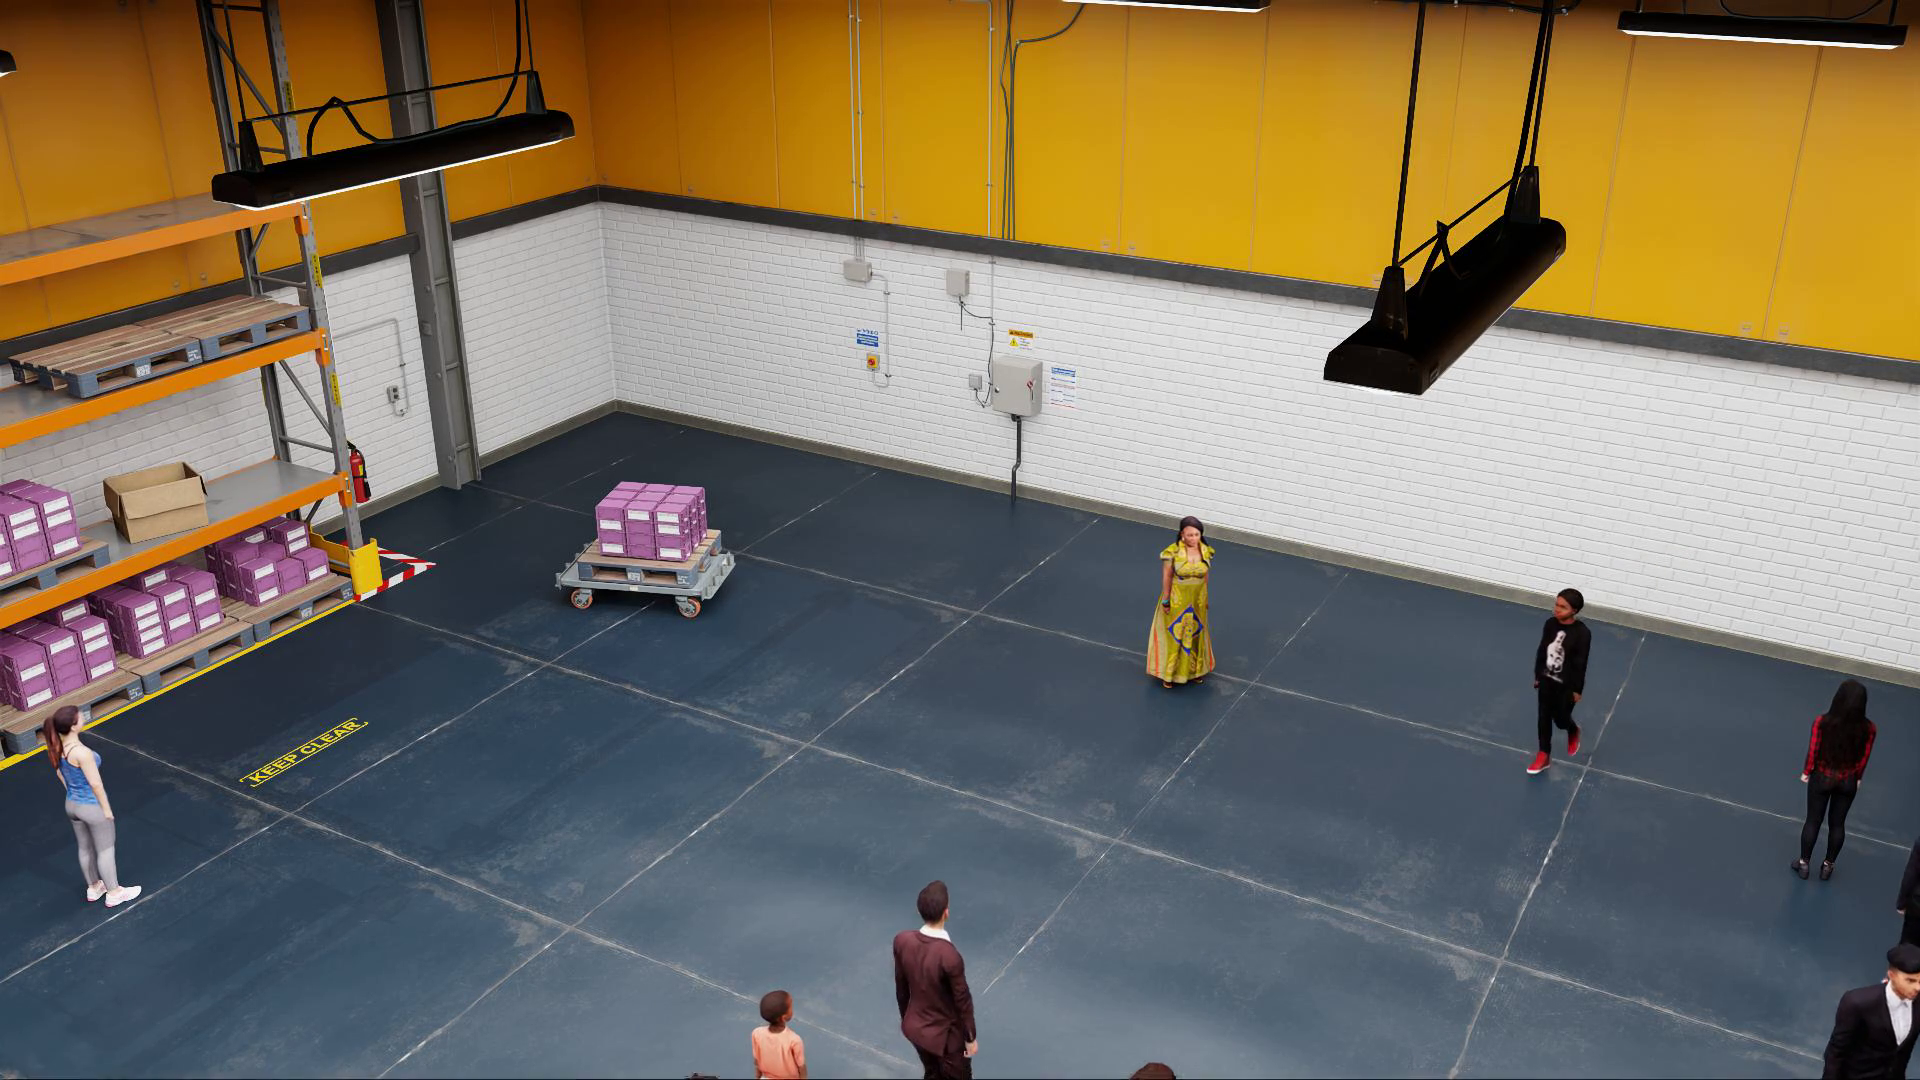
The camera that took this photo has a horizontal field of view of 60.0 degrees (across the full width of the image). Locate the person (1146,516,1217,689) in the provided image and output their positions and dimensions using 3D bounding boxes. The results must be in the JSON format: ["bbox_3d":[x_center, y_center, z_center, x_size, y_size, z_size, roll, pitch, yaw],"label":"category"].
[{"bbox_3d":[2.059,0.545,15.221,0.981,1.661,1.062,-9,25,-19],"label":"person"}]

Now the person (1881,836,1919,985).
[{"bbox_3d":[6.502,2.432,10.997,0.688,1.586,0.648,17,29,33],"label":"person"}]

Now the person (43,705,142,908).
[{"bbox_3d":[-6.354,1.932,12.111,0.565,1.611,0.548,11,26,24],"label":"person"}]

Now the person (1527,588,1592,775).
[{"bbox_3d":[5.031,1.152,13.825,0.922,1.667,0.770,-19,30,-36],"label":"person"}]

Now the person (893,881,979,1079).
[{"bbox_3d":[-0.182,2.870,9.668,0.778,1.848,0.945,18,29,35],"label":"person"}]

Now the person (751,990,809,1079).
[{"bbox_3d":[-1.038,3.177,9.637,0.523,1.310,0.521,8,25,18],"label":"person"}]

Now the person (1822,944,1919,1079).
[{"bbox_3d":[5.079,2.978,9.440,1.088,1.833,1.307,1,24,1],"label":"person"}]

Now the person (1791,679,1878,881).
[{"bbox_3d":[6.512,1.788,12.380,0.644,1.660,0.610,5,24,11],"label":"person"}]
